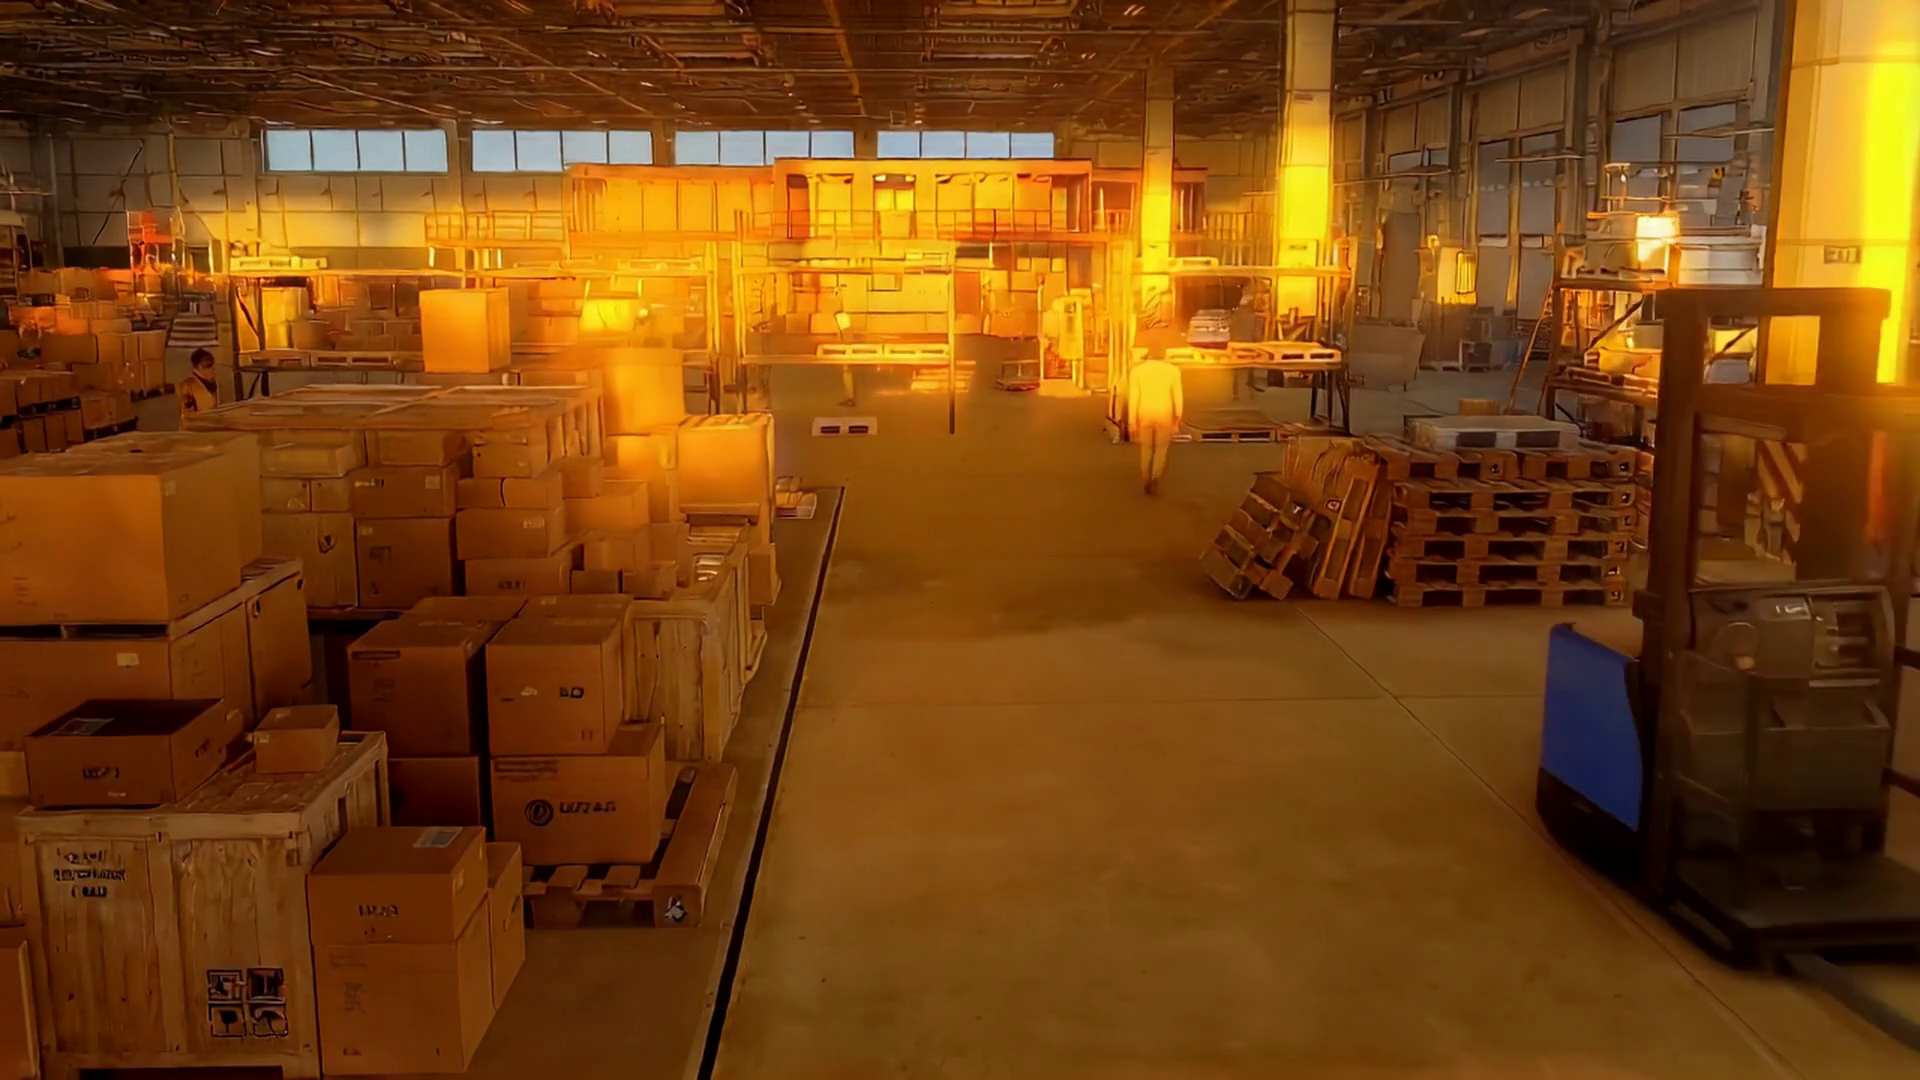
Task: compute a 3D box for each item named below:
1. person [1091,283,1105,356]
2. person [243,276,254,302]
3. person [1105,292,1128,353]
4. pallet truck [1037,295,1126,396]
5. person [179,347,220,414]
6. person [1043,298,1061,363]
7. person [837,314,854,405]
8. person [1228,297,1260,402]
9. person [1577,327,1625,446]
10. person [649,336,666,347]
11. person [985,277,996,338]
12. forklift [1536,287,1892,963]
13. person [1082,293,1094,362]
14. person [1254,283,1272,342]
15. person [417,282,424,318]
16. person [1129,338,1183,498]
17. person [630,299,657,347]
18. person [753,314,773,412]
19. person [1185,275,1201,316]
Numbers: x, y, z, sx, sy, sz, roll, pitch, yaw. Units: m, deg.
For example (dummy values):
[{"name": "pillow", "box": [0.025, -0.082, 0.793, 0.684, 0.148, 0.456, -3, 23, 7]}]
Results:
[{"name": "person", "box": [3.646, -5.857, 44.282, 0.409, 1.926, 0.699, 3, 11, 16]}, {"name": "person", "box": [-21.288, -6.980, 50.245, 0.620, 2.021, 0.737, 0, 10, 0]}, {"name": "person", "box": [3.486, -4.519, 36.859, 0.582, 1.917, 0.414, -3, 11, -17]}, {"name": "pallet truck", "box": [2.483, -3.881, 33.060, 1.885, 1.965, 0.823, -7, 13, -36]}, {"name": "person", "box": [-8.073, -1.095, 17.766, 0.395, 1.918, 0.587, 1, 10, 8]}, {"name": "person", "box": [2.107, -4.307, 35.906, 0.654, 1.821, 0.675, -9, 14, -42]}, {"name": "person", "box": [-2.136, -3.363, 31.012, 0.320, 1.698, 0.531, -2, 10, -13]}, {"name": "person", "box": [5.394, -3.618, 31.597, 0.609, 1.996, 0.383, 2, 10, 11]}, {"name": "person", "box": [8.550, -1.903, 22.325, 0.593, 1.889, 0.963, -6, 12, -32]}, {"name": "person", "box": [-3.824, -1.742, 21.642, 0.852, 1.814, 0.540, -10, 14, -44]}, {"name": "person", "box": [0.960, -7.311, 52.377, 0.368, 1.932, 0.623, 2, 10, 11]}, {"name": "forklift", "box": [3.623, 0.236, 7.666, 1.129, 2.768, 1.873, -1, 10, -6]}, {"name": "person", "box": [3.140, -5.355, 41.980, 0.484, 1.745, 0.298, 8, 13, 37]}, {"name": "person", "box": [8.371, -6.180, 46.196, 0.385, 1.892, 0.700, 9, 13, 40]}, {"name": "person", "box": [-15.944, -6.743, 49.407, 0.557, 1.851, 0.402, 9, 13, 40]}, {"name": "person", "box": [2.312, -1.431, 19.684, 0.644, 1.910, 0.847, 3, 11, 16]}, {"name": "person", "box": [-6.530, -4.046, 34.394, 0.644, 1.853, 1.034, 7, 12, 35]}, {"name": "person", "box": [-3.491, -3.110, 29.421, 0.316, 1.765, 0.523, 2, 10, 11]}, {"name": "person", "box": [9.512, -10.111, 67.961, 0.610, 1.943, 1.076, 9, 13, 40]}]
